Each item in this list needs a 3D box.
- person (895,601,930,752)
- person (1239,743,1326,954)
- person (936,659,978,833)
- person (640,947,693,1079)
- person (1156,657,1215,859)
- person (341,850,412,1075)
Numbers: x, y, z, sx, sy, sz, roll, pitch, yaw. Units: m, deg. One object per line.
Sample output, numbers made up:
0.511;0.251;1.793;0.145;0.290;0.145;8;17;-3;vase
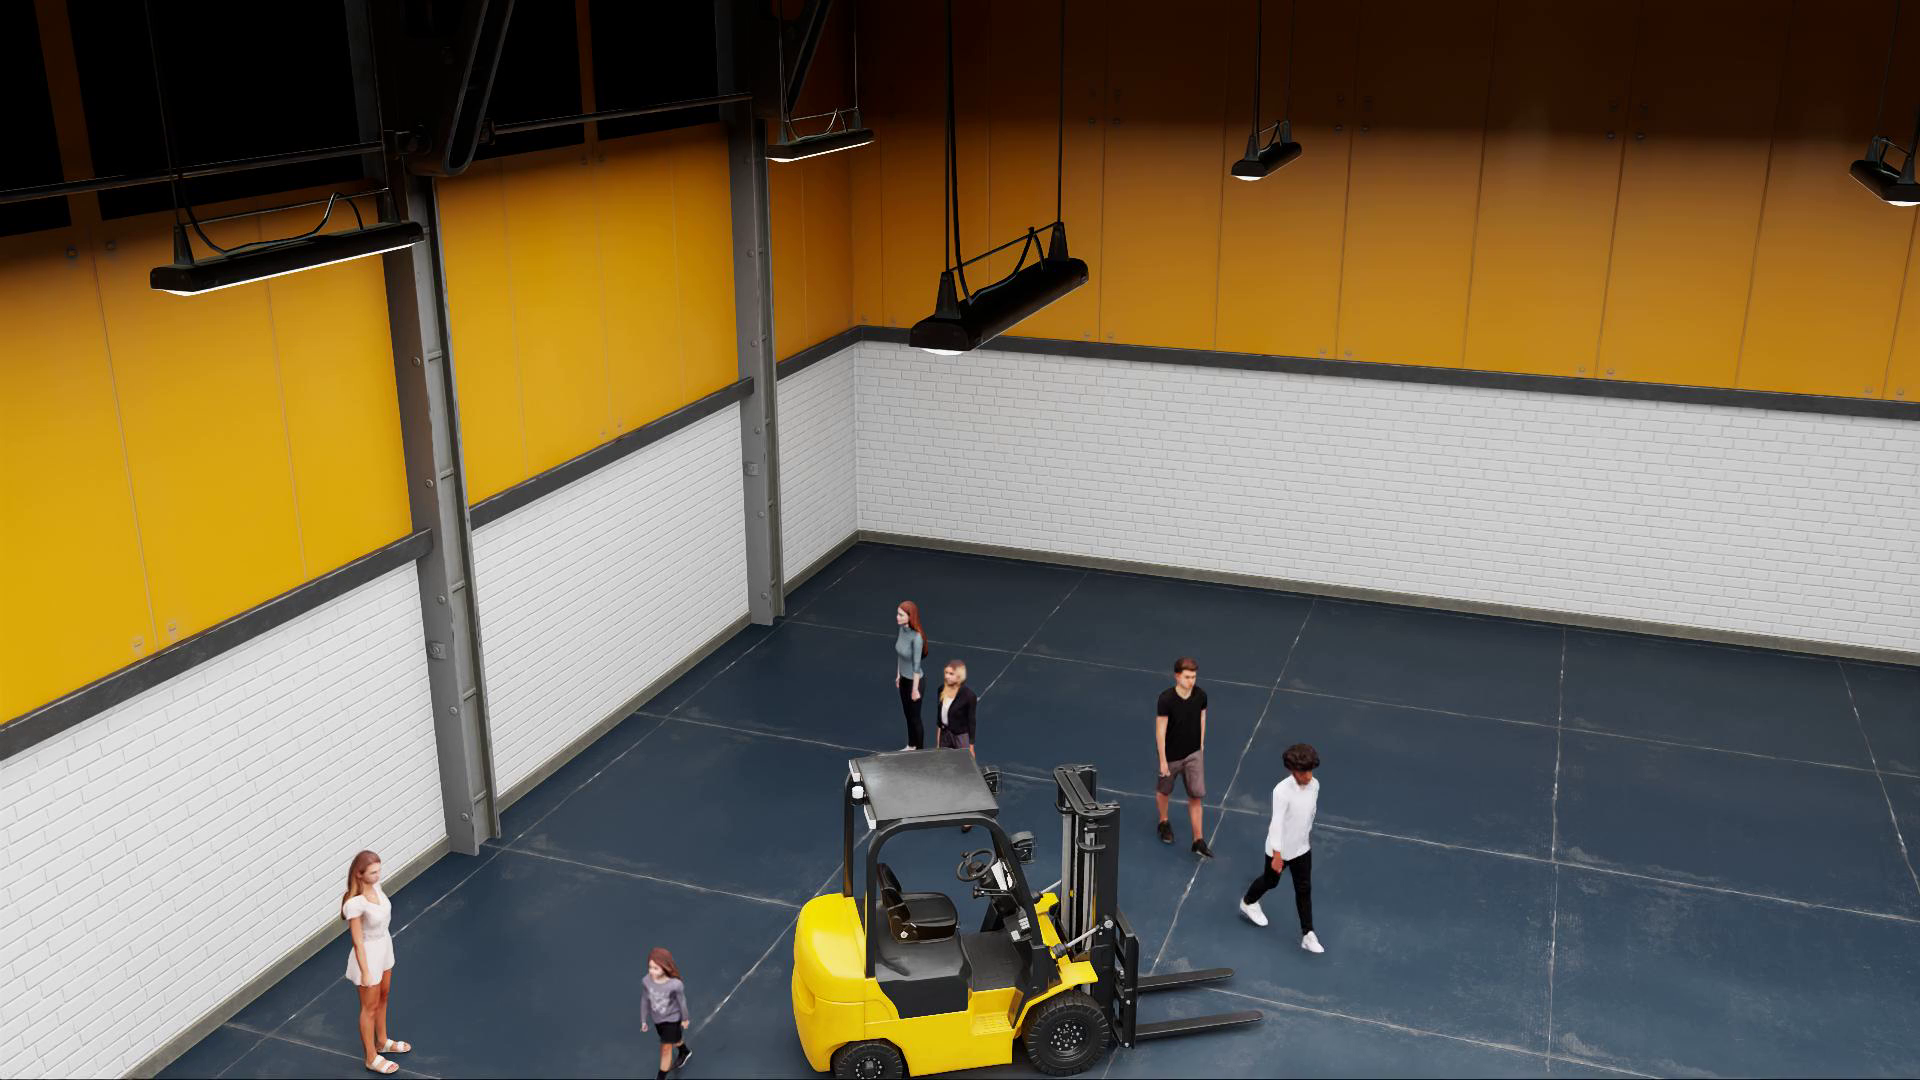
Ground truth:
-0.480;1.415;16.485;0.726;1.740;0.657;-7;20;-21;person
2.596;2.419;13.468;1.184;1.764;1.197;-12;22;-33;person
-0.019;1.867;15.257;0.651;1.669;0.623;14;23;35;person
-2.055;3.344;11.801;0.492;1.074;0.786;7;20;21;person
1.942;1.879;14.965;1.007;1.831;1.154;-4;19;-11;person
-4.213;2.983;11.899;0.682;1.696;0.564;2;19;6;person
